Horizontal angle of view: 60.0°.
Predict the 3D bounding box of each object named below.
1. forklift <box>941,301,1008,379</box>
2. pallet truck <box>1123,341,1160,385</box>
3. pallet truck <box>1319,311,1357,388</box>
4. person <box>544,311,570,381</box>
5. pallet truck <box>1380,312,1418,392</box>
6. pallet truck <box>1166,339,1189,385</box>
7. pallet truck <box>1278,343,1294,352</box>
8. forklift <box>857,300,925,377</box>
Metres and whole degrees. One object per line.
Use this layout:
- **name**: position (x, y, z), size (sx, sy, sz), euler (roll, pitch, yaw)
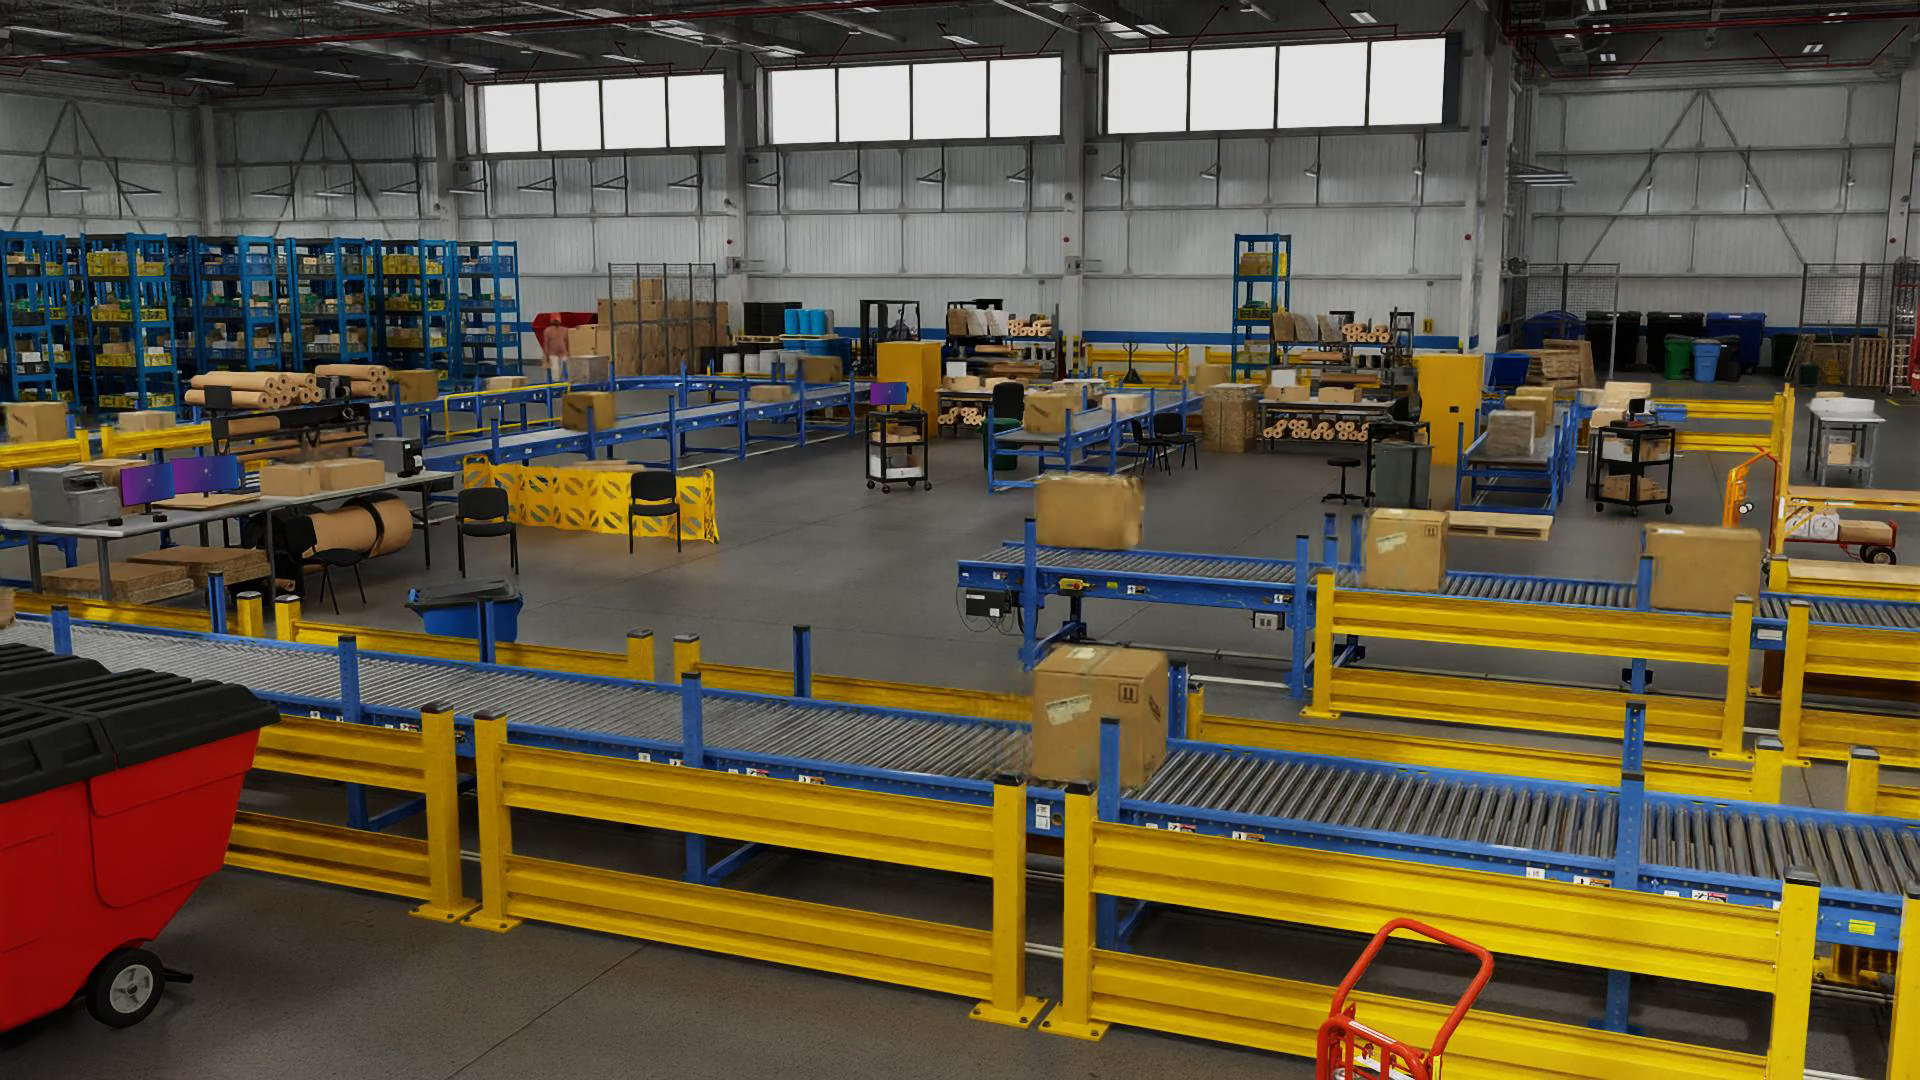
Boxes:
- **forklift**: position (0.365, -4.966, 41.571), size (1.157, 1.987, 2.680), euler (3, 10, 20)
- **pallet truck**: position (4.445, -4.380, 41.279), size (0.680, 1.201, 1.601), euler (4, 10, 22)
- **pallet truck**: position (9.071, -4.419, 39.190), size (0.823, 1.965, 1.885), euler (5, 10, 26)
- **person**: position (-9.375, -4.327, 38.692), size (0.639, 1.974, 0.480), euler (-7, 12, -36)
- **pallet truck**: position (10.207, -4.283, 38.369), size (0.823, 1.965, 1.885), euler (3, 10, 20)
- **pallet truck**: position (5.418, -4.269, 40.420), size (0.704, 1.261, 1.522), euler (3, 10, 20)
- **pallet truck**: position (7.886, -4.163, 39.743), size (0.653, 1.274, 1.630), euler (4, 10, 22)
- **forklift**: position (-1.732, -5.109, 42.468), size (1.157, 1.987, 2.680), euler (4, 10, 22)
